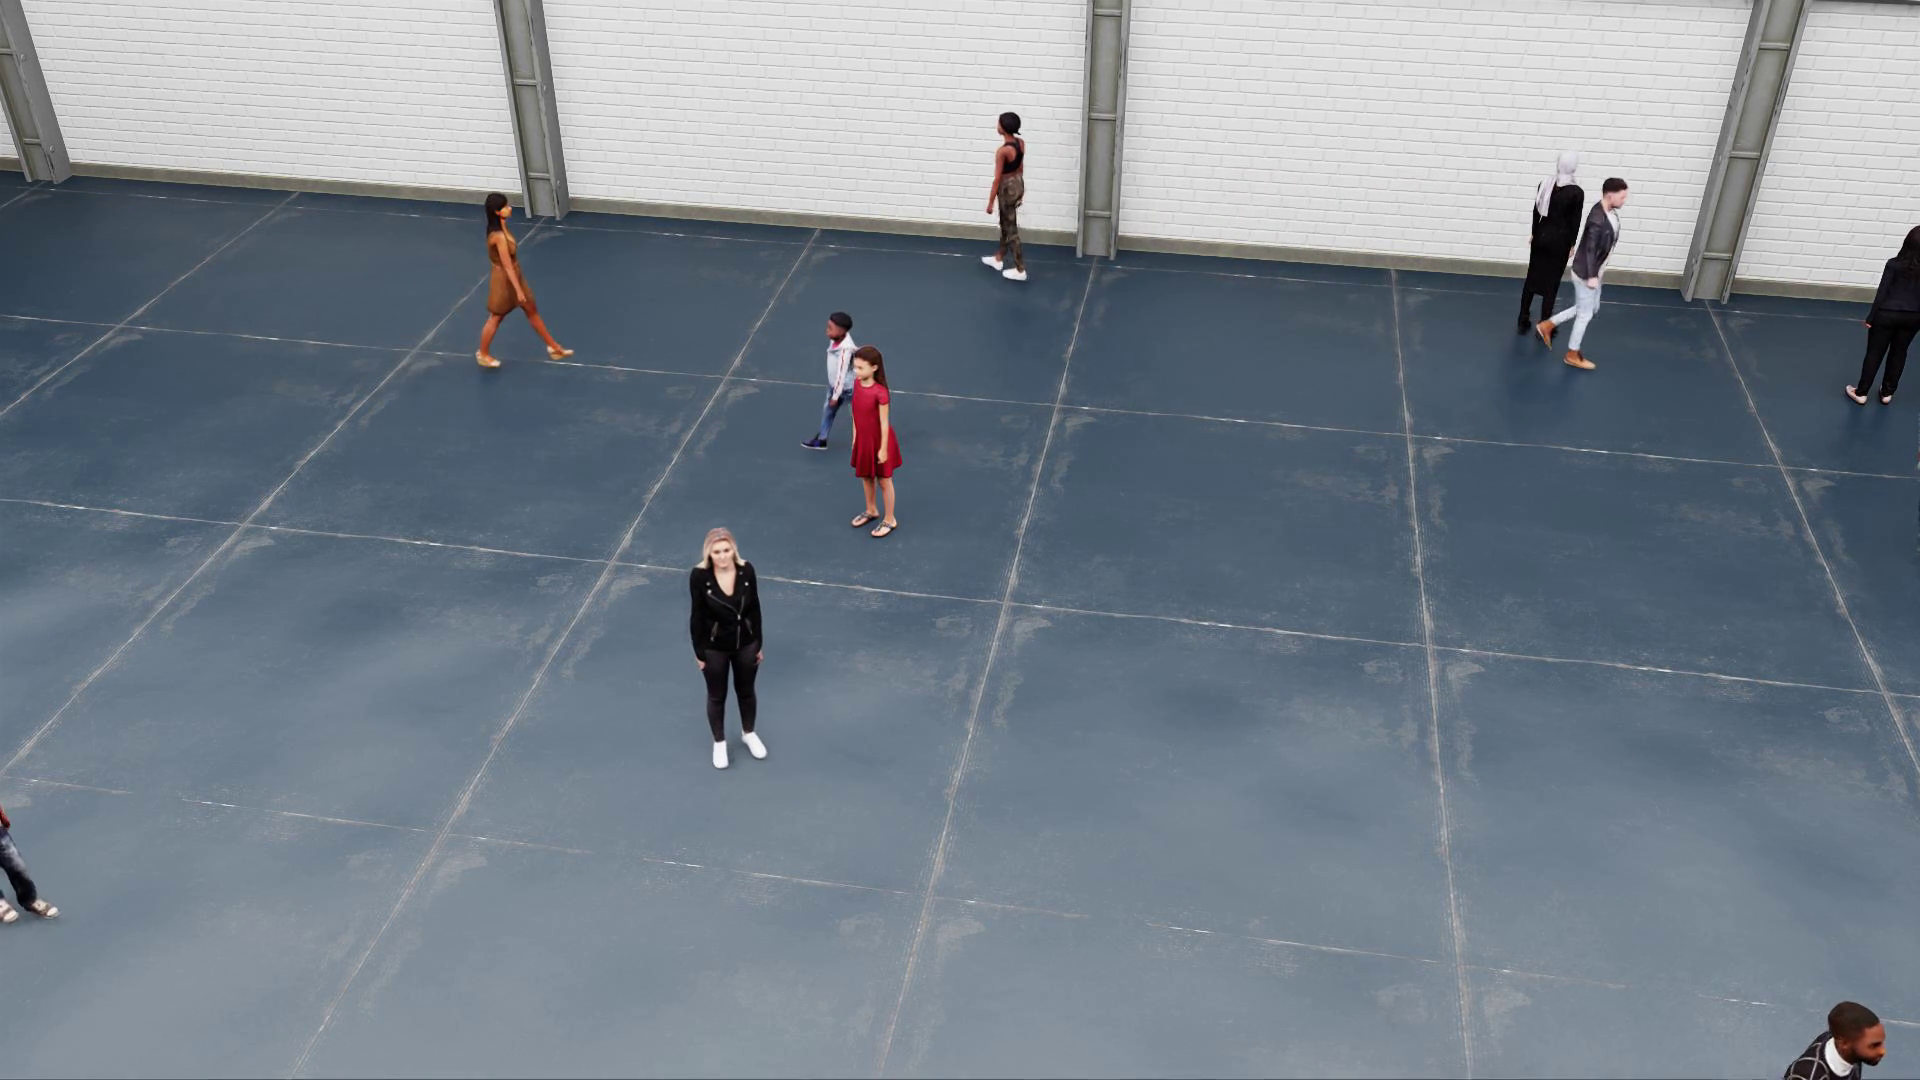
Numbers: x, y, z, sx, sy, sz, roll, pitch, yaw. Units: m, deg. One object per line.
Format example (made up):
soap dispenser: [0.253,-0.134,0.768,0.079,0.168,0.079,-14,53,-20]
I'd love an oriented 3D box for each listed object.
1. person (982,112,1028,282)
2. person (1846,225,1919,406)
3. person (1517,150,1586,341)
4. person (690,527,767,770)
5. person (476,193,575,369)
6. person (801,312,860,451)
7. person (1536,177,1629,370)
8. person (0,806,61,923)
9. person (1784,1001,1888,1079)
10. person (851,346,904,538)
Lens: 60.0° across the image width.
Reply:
person: [0.524,-3.351,16.281,0.934,1.691,0.792,22,39,29]
person: [7.995,-1.912,14.184,0.601,1.616,0.746,1,34,1]
person: [5.409,-2.700,15.223,0.748,1.779,0.655,-28,43,-36]
person: [-1.428,0.647,10.271,0.638,1.687,0.746,-12,35,-17]
person: [-4.066,-2.214,14.621,1.150,1.635,0.828,-5,34,-8]
person: [-0.885,-1.272,13.568,0.928,1.232,0.760,-11,35,-16]
person: [5.492,-2.380,14.706,0.957,1.818,0.863,13,36,19]
person: [-5.487,1.587,9.208,0.755,1.298,0.668,20,38,27]
person: [3.528,2.614,7.211,1.068,1.798,1.130,-22,40,-30]
person: [-0.646,-0.769,12.523,0.674,1.551,0.735,28,43,35]
